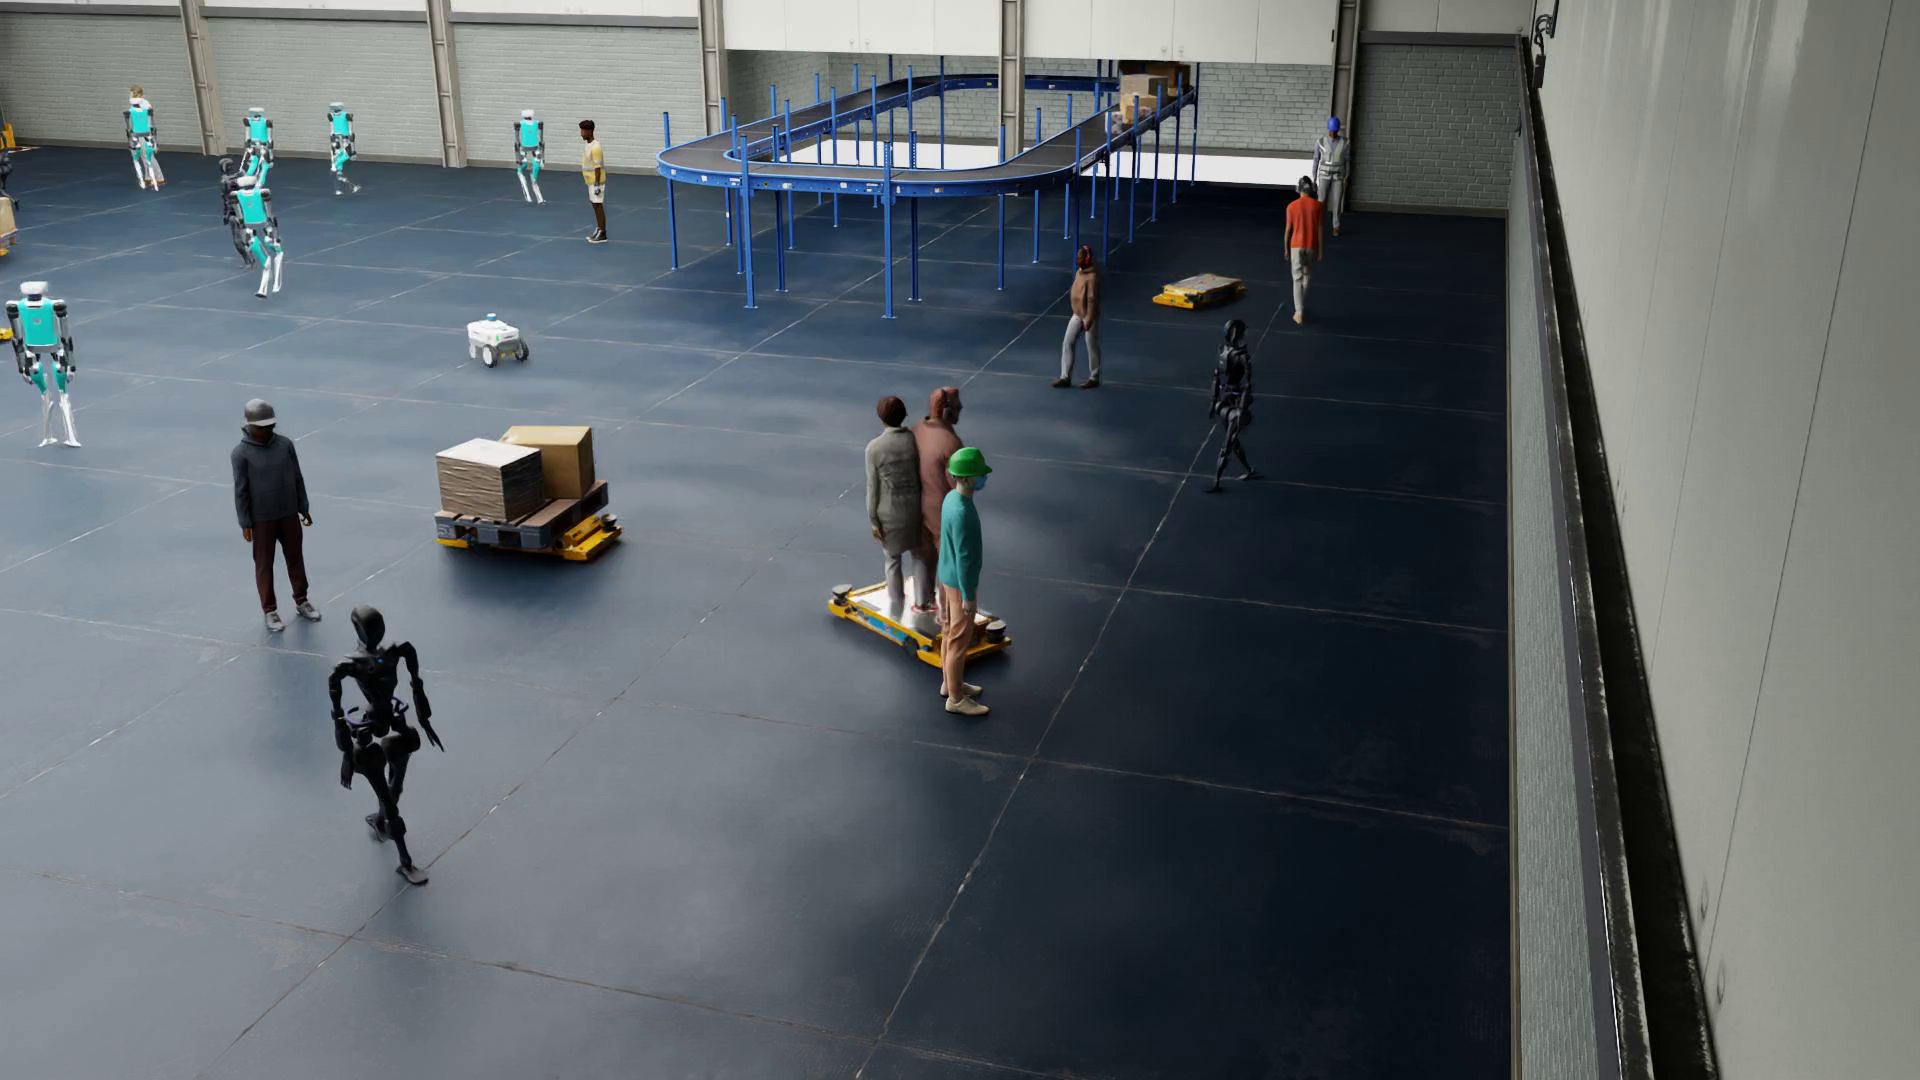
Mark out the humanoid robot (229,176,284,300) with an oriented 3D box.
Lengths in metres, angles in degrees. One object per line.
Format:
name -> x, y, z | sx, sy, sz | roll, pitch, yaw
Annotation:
humanoid robot -> -9.628, -4.170, 22.938 | 0.558, 1.730, 1.022 | -3, 21, -7

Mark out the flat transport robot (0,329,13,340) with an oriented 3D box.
flat transport robot -> -12.462, -2.449, 20.530 | 0.659, 0.231, 1.431 | 4, 21, 10

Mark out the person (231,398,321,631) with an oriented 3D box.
person -> -5.187, -0.207, 12.581 | 0.380, 1.805, 0.551 | 19, 28, 41

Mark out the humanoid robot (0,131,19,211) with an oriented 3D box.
humanoid robot -> -17.063, -6.687, 29.583 | 0.597, 1.633, 0.602 | 8, 22, 20

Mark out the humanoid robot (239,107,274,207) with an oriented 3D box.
humanoid robot -> -12.626, -6.767, 29.856 | 0.548, 1.902, 0.726 | 2, 21, 6

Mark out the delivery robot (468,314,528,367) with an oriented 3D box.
delivery robot -> -5.606, -2.410, 20.052 | 0.812, 0.609, 0.499 | 20, 29, 41

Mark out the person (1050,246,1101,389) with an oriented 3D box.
person -> 1.313, -2.480, 18.697 | 0.683, 1.626, 0.492 | -11, 24, -27

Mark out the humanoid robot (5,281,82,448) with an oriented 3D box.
humanoid robot -> -9.165, -1.776, 16.753 | 0.589, 1.785, 0.821 | -7, 22, -18

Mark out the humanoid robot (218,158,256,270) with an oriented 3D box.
humanoid robot -> -10.848, -4.882, 24.884 | 0.616, 1.643, 0.344 | 16, 26, 35

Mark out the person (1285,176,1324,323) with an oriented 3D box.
person -> 4.535, -3.871, 22.021 | 0.488, 1.851, 0.992 | 0, 21, 0

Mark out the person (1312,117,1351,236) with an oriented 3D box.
person -> 6.108, -5.984, 27.390 | 0.614, 1.934, 0.414 | 2, 21, 5

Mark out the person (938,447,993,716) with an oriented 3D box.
person -> 0.032, 0.267, 11.253 | 0.363, 1.872, 0.523 | -2, 21, -5

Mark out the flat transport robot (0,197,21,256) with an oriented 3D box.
flat transport robot -> -15.177, -4.338, 25.430 | 0.659, 0.231, 1.431 | -3, 21, -7

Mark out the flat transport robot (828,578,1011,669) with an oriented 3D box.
flat transport robot -> -0.323, 0.595, 12.635 | 0.659, 0.231, 1.431 | -17, 27, -37

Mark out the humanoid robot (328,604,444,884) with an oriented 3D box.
humanoid robot -> -3.285, 1.100, 9.457 | 0.785, 1.639, 0.600 | 19, 28, 40

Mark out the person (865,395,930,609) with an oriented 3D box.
person -> -0.444, -0.179, 12.514 | 0.527, 1.803, 0.506 | -5, 22, -13

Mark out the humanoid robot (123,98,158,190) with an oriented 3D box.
humanoid robot -> -15.600, -7.524, 31.667 | 0.541, 1.781, 0.826 | -17, 27, -36

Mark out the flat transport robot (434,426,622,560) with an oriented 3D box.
flat transport robot -> -3.730, -0.077, 14.378 | 1.431, 0.231, 0.659 | 6, 22, 15

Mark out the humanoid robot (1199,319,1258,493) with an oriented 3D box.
humanoid robot -> 2.574, -1.273, 15.590 | 0.764, 1.636, 0.585 | -11, 24, -26

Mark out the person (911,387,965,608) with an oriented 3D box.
person -> -0.123, -0.227, 12.504 | 0.396, 1.903, 0.655 | -13, 25, -30

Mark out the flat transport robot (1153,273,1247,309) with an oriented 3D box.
flat transport robot -> 3.352, -3.468, 23.172 | 0.659, 0.231, 1.431 | 16, 26, 36

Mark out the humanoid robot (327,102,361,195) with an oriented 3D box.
humanoid robot -> -11.537, -7.176, 30.794 | 0.551, 1.749, 1.038 | 8, 22, 19

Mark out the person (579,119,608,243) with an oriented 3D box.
person -> -5.916, -5.804, 26.891 | 0.374, 1.958, 0.601 | -8, 23, -21

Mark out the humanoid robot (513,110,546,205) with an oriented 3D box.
humanoid robot -> -7.759, -6.858, 29.908 | 0.541, 1.734, 0.982 | -11, 24, -26

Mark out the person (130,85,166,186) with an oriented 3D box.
person -> -15.778, -7.811, 32.171 | 0.471, 1.911, 0.662 | -13, 25, -30
